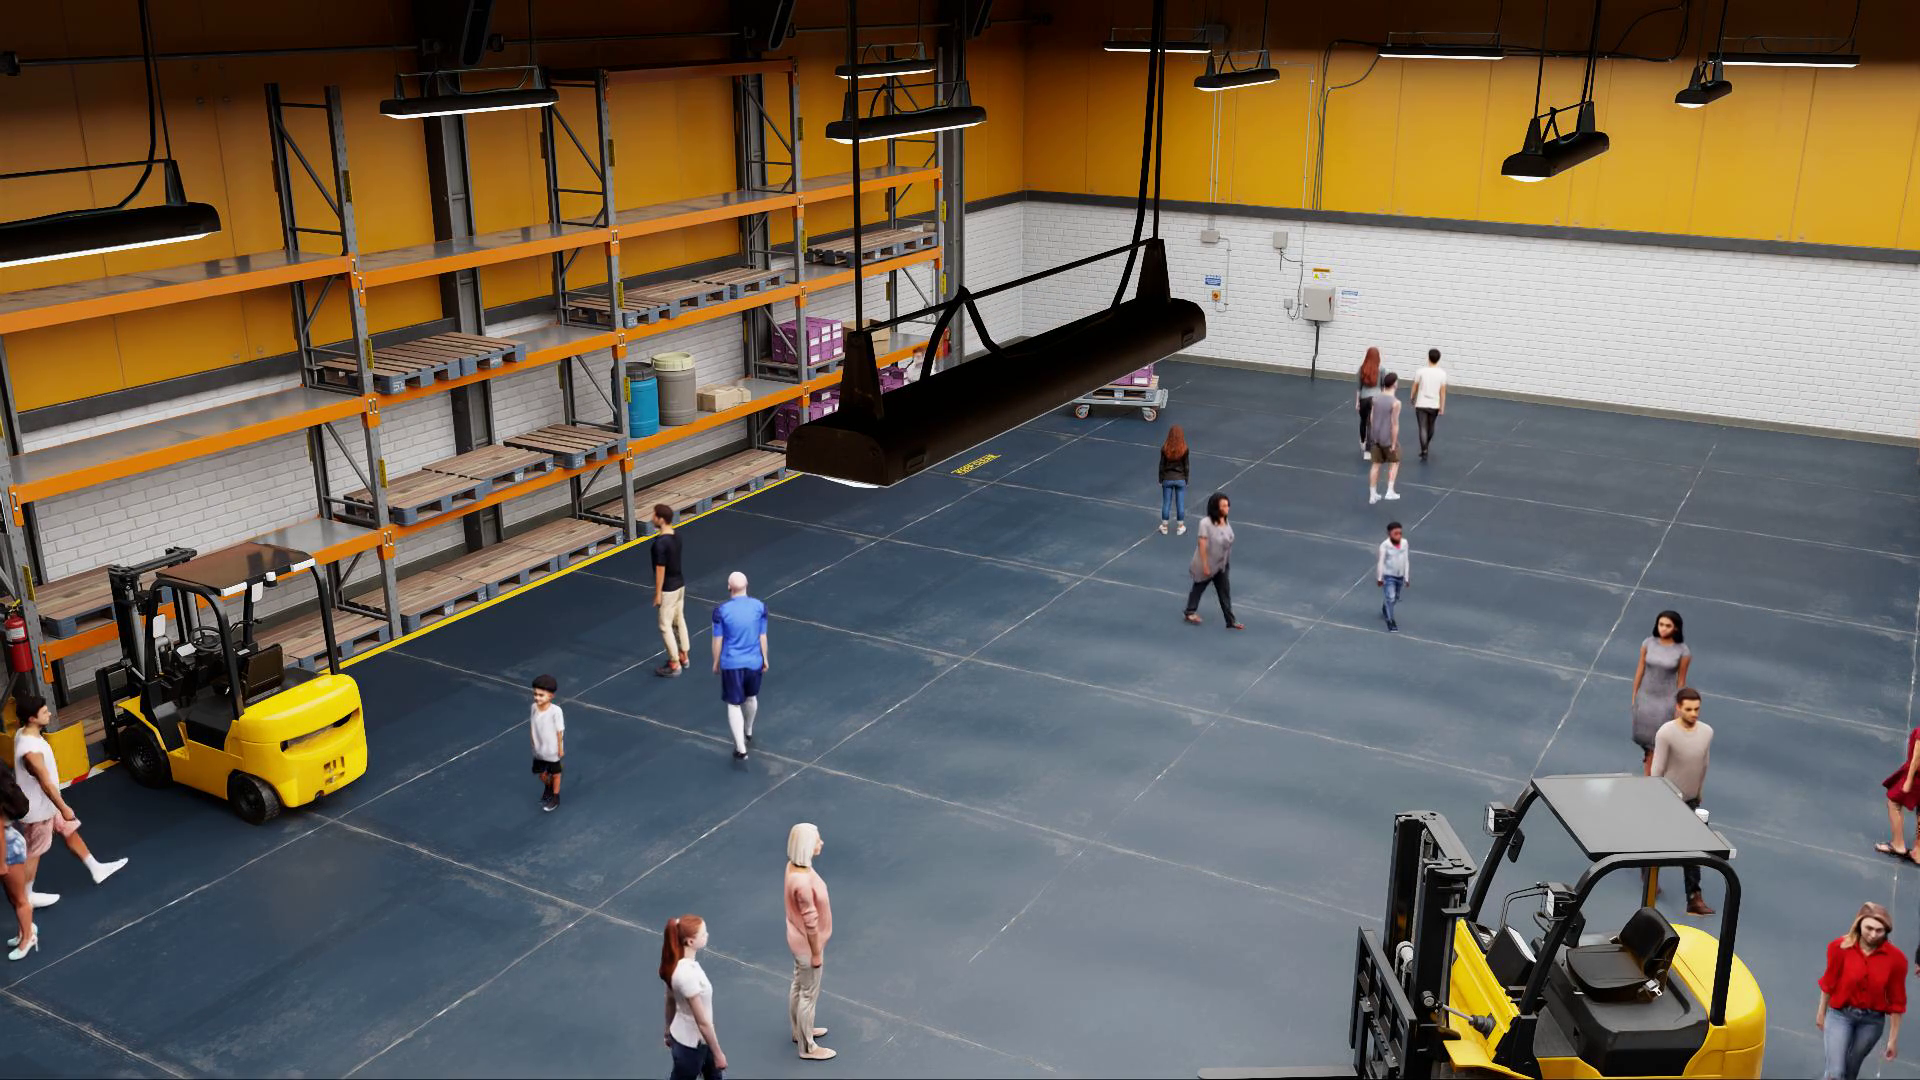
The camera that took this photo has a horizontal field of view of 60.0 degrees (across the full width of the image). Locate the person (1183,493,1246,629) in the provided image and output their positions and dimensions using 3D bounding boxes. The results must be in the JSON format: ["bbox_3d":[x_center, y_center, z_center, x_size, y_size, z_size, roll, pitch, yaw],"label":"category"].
[{"bbox_3d":[2.789,0.231,18.814,1.050,1.568,0.895,-16,24,-39],"label":"person"}]

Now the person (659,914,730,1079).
[{"bbox_3d":[-1.743,3.092,10.120,1.151,1.695,1.014,-8,20,-22],"label":"person"}]

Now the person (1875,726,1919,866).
[{"bbox_3d":[7.990,1.972,13.686,0.716,1.544,0.771,-8,20,-23],"label":"person"}]

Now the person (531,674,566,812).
[{"bbox_3d":[-3.628,1.765,14.750,0.540,1.256,0.554,6,20,19],"label":"person"}]

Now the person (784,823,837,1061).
[{"bbox_3d":[-1.045,2.692,11.260,0.731,1.726,0.674,-5,19,-15],"label":"person"}]

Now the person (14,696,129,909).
[{"bbox_3d":[-7.296,2.094,13.002,1.144,1.747,0.979,-10,21,-27],"label":"person"}]

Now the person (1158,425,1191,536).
[{"bbox_3d":[2.837,-0.804,22.027,0.617,1.481,0.606,2,19,7],"label":"person"}]

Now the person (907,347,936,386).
[{"bbox_3d":[-0.543,-1.997,25.074,0.750,1.796,1.206,8,20,24],"label":"person"}]

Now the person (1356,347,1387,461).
[{"bbox_3d":[6.258,-2.038,25.371,0.805,1.685,1.234,5,19,15],"label":"person"}]

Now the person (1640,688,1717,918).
[{"bbox_3d":[5.606,1.996,13.164,1.040,1.830,1.190,-2,19,-6],"label":"person"}]

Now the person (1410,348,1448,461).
[{"bbox_3d":[7.147,-2.036,25.385,0.954,1.672,1.191,1,19,2],"label":"person"}]

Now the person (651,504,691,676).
[{"bbox_3d":[-3.043,0.511,17.545,0.734,1.849,0.555,5,19,14],"label":"person"}]

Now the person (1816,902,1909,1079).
[{"bbox_3d":[5.628,2.985,10.466,0.719,1.678,0.936,6,20,18],"label":"person"}]

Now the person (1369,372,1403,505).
[{"bbox_3d":[5.779,-1.380,22.847,0.691,1.829,0.769,15,24,38],"label":"person"}]

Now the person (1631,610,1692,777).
[{"bbox_3d":[6.268,1.450,14.885,0.635,1.767,0.837,13,23,34],"label":"person"}]

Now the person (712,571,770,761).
[{"bbox_3d":[-2.044,1.197,15.570,1.137,1.810,1.155,-7,20,-20],"label":"person"}]

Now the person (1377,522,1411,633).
[{"bbox_3d":[4.911,0.373,18.897,0.803,1.246,0.922,-3,19,-8],"label":"person"}]

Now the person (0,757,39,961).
[{"bbox_3d":[-7.107,2.357,12.424,0.688,1.619,0.653,-13,22,-33],"label":"person"}]
